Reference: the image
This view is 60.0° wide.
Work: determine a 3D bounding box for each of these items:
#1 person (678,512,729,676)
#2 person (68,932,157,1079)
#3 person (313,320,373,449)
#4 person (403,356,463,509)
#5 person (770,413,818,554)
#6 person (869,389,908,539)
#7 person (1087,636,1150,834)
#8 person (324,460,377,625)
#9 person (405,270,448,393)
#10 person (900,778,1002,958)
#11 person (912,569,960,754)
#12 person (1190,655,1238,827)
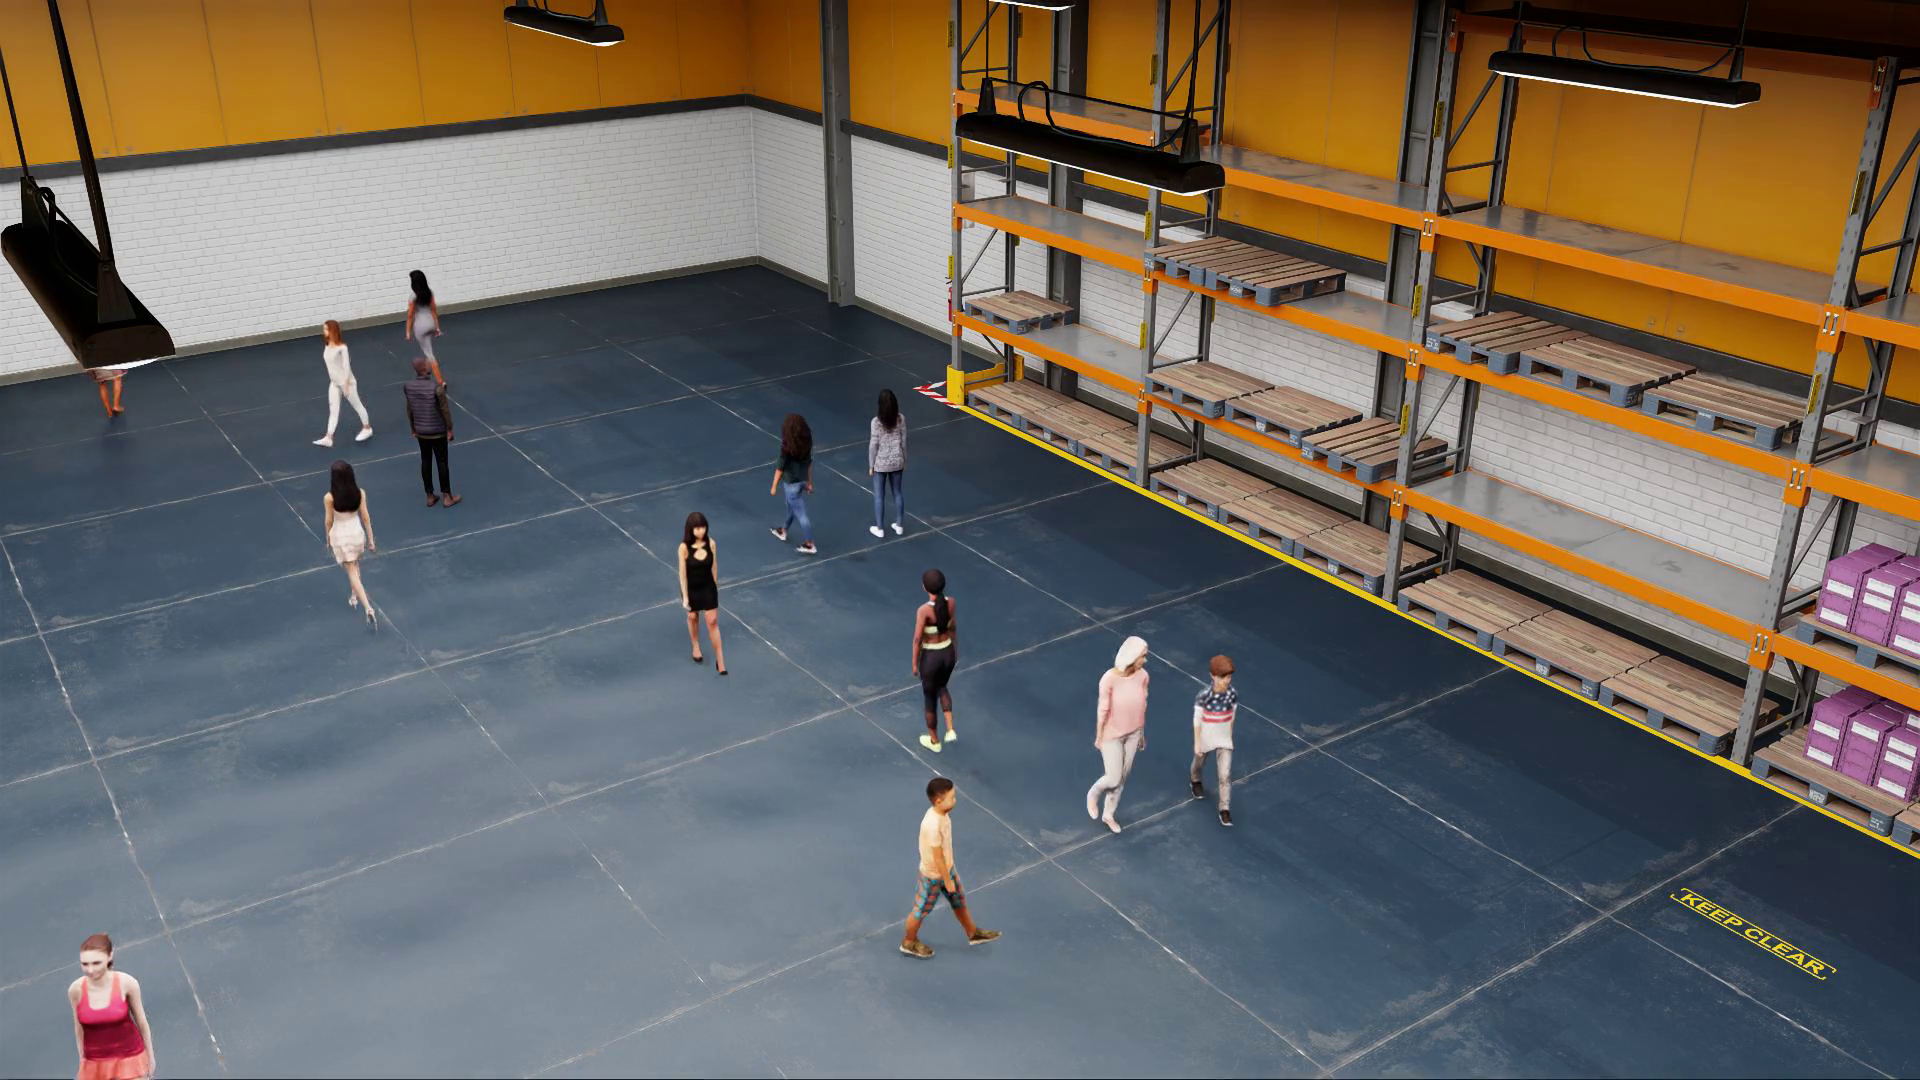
[{"bbox_3d":[-2.538,0.476,15.926,0.670,1.613,1.020,-10,26,-22],"label":"person"},{"bbox_3d":[-4.997,3.039,9.903,0.716,1.742,0.808,-5,24,-11],"label":"person"},{"bbox_3d":[-7.950,-2.042,21.618,1.127,1.668,0.978,13,27,28],"label":"person"},{"bbox_3d":[-6.264,-1.284,19.674,0.755,1.837,0.835,6,24,13],"label":"person"},{"bbox_3d":[-1.759,-0.596,18.408,1.032,1.590,0.801,16,28,31],"label":"person"},{"bbox_3d":[-0.815,-0.876,18.872,0.642,1.731,0.572,-12,26,-25],"label":"person"},{"bbox_3d":[1.260,1.529,13.414,0.632,1.697,0.677,-11,26,-23],"label":"person"},{"bbox_3d":[-6.133,0.065,16.759,0.626,1.700,1.039,-19,30,-37],"label":"person"},{"bbox_3d":[-7.515,-2.924,23.530,1.038,1.753,0.854,14,27,28],"label":"person"},{"bbox_3d":[-0.243,2.354,11.857,0.990,1.432,0.911,5,24,12],"label":"person"},{"bbox_3d":[-0.152,1.082,14.374,0.604,1.746,0.656,-14,27,-29],"label":"person"},{"bbox_3d":[2.054,1.574,13.669,0.819,1.409,1.024,-3,24,-6],"label":"person"}]
